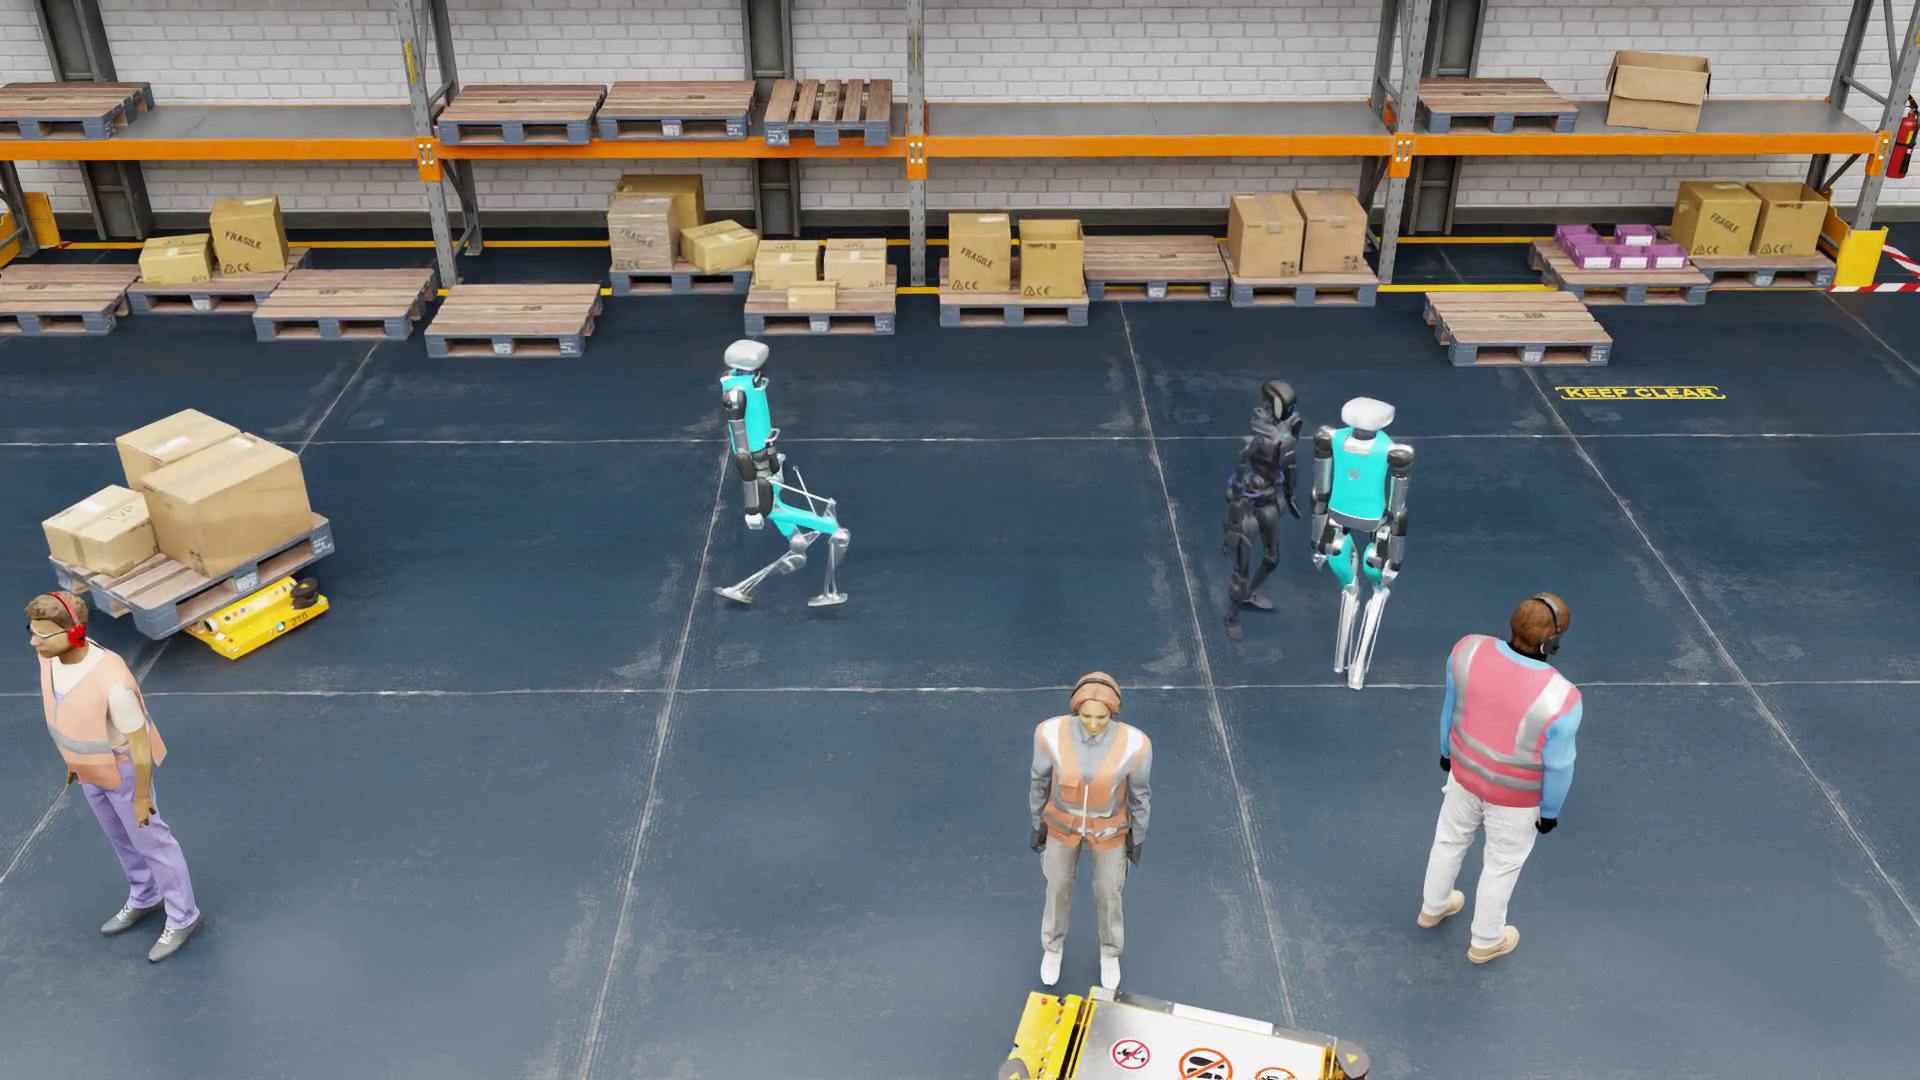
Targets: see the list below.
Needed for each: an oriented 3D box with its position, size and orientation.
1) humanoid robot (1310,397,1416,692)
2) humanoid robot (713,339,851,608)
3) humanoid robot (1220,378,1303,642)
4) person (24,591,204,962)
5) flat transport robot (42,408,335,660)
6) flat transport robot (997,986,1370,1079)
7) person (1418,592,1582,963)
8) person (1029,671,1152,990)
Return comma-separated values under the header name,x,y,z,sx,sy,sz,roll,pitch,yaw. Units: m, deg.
name,x,y,z,sx,sy,sz,roll,pitch,yaw
humanoid robot,2.194,-0.004,8.994,0.534,1.791,0.647,19,36,29
humanoid robot,-0.960,-0.298,9.511,1.034,1.752,0.552,3,31,5
humanoid robot,1.672,-0.198,9.372,0.603,1.641,0.397,-27,40,-37
person,-3.664,1.001,7.209,0.564,1.849,0.391,18,35,27
flat transport robot,-4.515,0.270,9.962,1.431,0.231,0.659,20,36,29
flat transport robot,0.904,2.206,6.738,1.431,0.231,0.659,8,32,14
person,2.341,1.021,7.200,0.431,1.836,0.629,-23,38,-33
person,0.542,1.233,7.036,0.506,1.629,0.314,6,32,10
